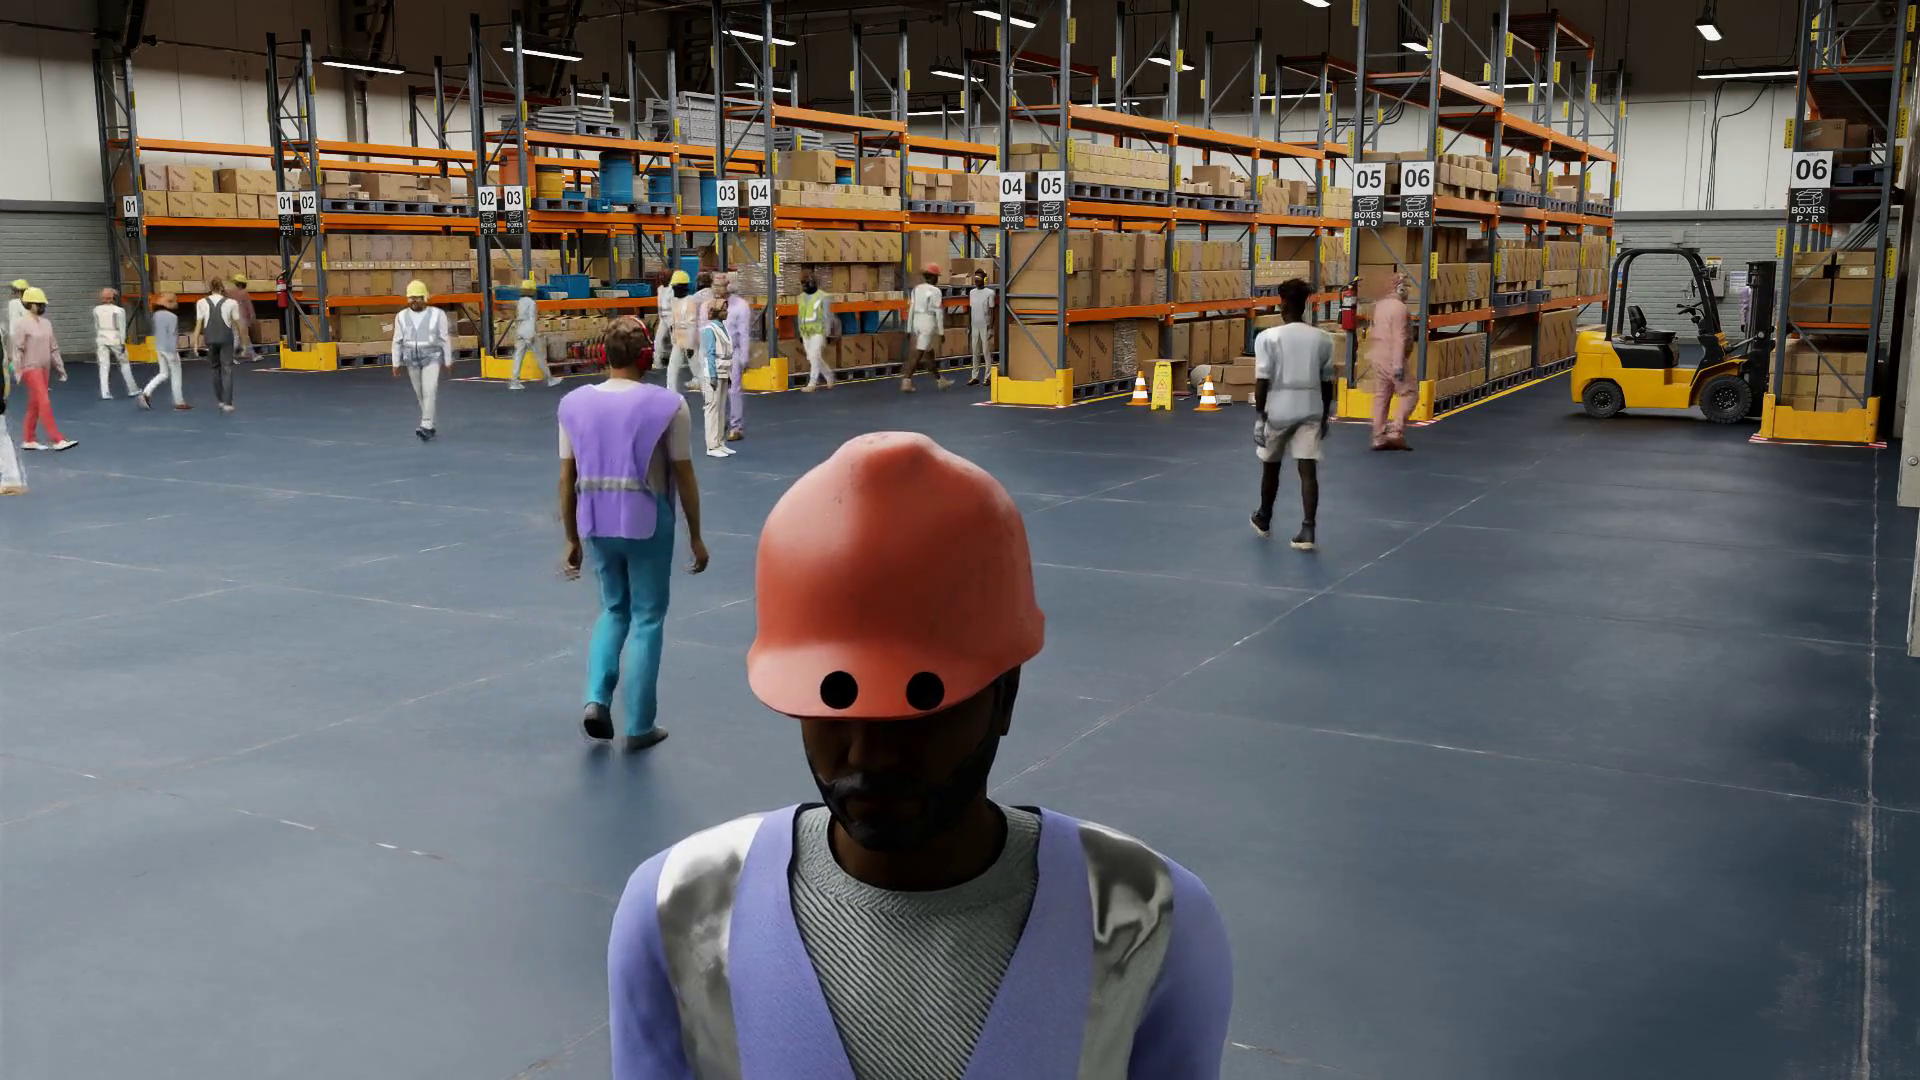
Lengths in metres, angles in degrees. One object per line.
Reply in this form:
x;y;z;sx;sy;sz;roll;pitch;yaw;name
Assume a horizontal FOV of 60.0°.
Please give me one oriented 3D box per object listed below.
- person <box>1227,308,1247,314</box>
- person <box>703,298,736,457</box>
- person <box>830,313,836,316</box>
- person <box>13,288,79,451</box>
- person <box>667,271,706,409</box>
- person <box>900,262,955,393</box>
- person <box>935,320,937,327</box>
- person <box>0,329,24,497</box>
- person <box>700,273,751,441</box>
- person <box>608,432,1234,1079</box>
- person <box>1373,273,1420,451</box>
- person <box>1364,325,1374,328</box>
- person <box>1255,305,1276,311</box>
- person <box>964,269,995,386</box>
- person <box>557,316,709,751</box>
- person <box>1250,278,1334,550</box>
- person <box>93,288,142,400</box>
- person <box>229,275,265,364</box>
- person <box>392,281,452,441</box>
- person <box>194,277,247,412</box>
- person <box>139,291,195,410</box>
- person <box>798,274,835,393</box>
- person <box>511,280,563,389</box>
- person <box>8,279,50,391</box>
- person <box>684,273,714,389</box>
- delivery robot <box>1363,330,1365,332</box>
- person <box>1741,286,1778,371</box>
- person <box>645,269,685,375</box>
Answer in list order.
6.057;-5.029;36.241;0.546;1.852;0.415;9;13;42;person
-2.508;-1.684;17.268;0.311;1.642;0.513;2;10;9;person
-3.315;-6.389;44.042;0.560;1.913;0.788;3;10;17;person
-9.694;-1.797;17.658;0.802;1.733;0.544;1;10;6;person
-3.646;-2.667;22.321;0.964;1.888;0.600;-7;12;-37;person
-0.510;-3.228;25.337;1.105;1.973;0.620;-8;12;-38;person
-0.642;-4.706;34.192;0.628;1.916;0.537;7;12;35;person
-8.429;-1.235;14.149;0.761;1.816;0.639;-8;12;-38;person
-2.641;-2.038;18.632;0.654;1.891;0.460;3;10;18;person
-0.040;0.868;1.459;0.553;1.935;0.362;0;10;2;person
4.663;-1.879;17.670;0.540;1.887;0.679;-1;10;-8;person
9.721;-5.617;39.324;0.528;1.975;0.606;7;12;35;person
6.454;-4.920;35.552;0.593;1.880;0.934;6;11;30;person
0.320;-3.395;26.604;0.520;1.876;0.326;7;12;35;person
-1.371;-0.016;6.952;0.571;1.826;0.442;3;10;17;person
2.373;-0.916;11.966;0.622;1.910;1.031;-1;10;-8;person
-12.314;-2.854;24.246;0.517;1.598;0.827;0;10;2;person
-13.842;-4.257;32.109;0.539;1.708;0.932;5;11;27;person
-6.092;-2.006;18.707;0.626;1.784;0.910;0;10;3;person
-9.926;-2.623;22.315;0.605;1.790;0.955;-3;10;-15;person
-10.659;-2.522;22.274;0.524;1.612;0.653;7;12;34;person
-2.187;-3.176;25.528;0.653;1.810;0.815;7;12;37;person
-6.728;-3.229;26.135;0.511;1.688;0.904;9;13;41;person
-14.354;-3.101;25.285;0.514;1.732;0.774;9;13;43;person
-4.001;-3.201;25.669;0.876;1.796;0.616;4;10;22;person
8.956;-4.668;37.642;0.707;0.478;0.477;-2;10;-12;delivery robot
13.842;-3.794;28.822;0.589;1.922;0.390;1;10;6;person
-5.168;-3.789;28.998;0.590;1.844;0.884;9;13;42;person
